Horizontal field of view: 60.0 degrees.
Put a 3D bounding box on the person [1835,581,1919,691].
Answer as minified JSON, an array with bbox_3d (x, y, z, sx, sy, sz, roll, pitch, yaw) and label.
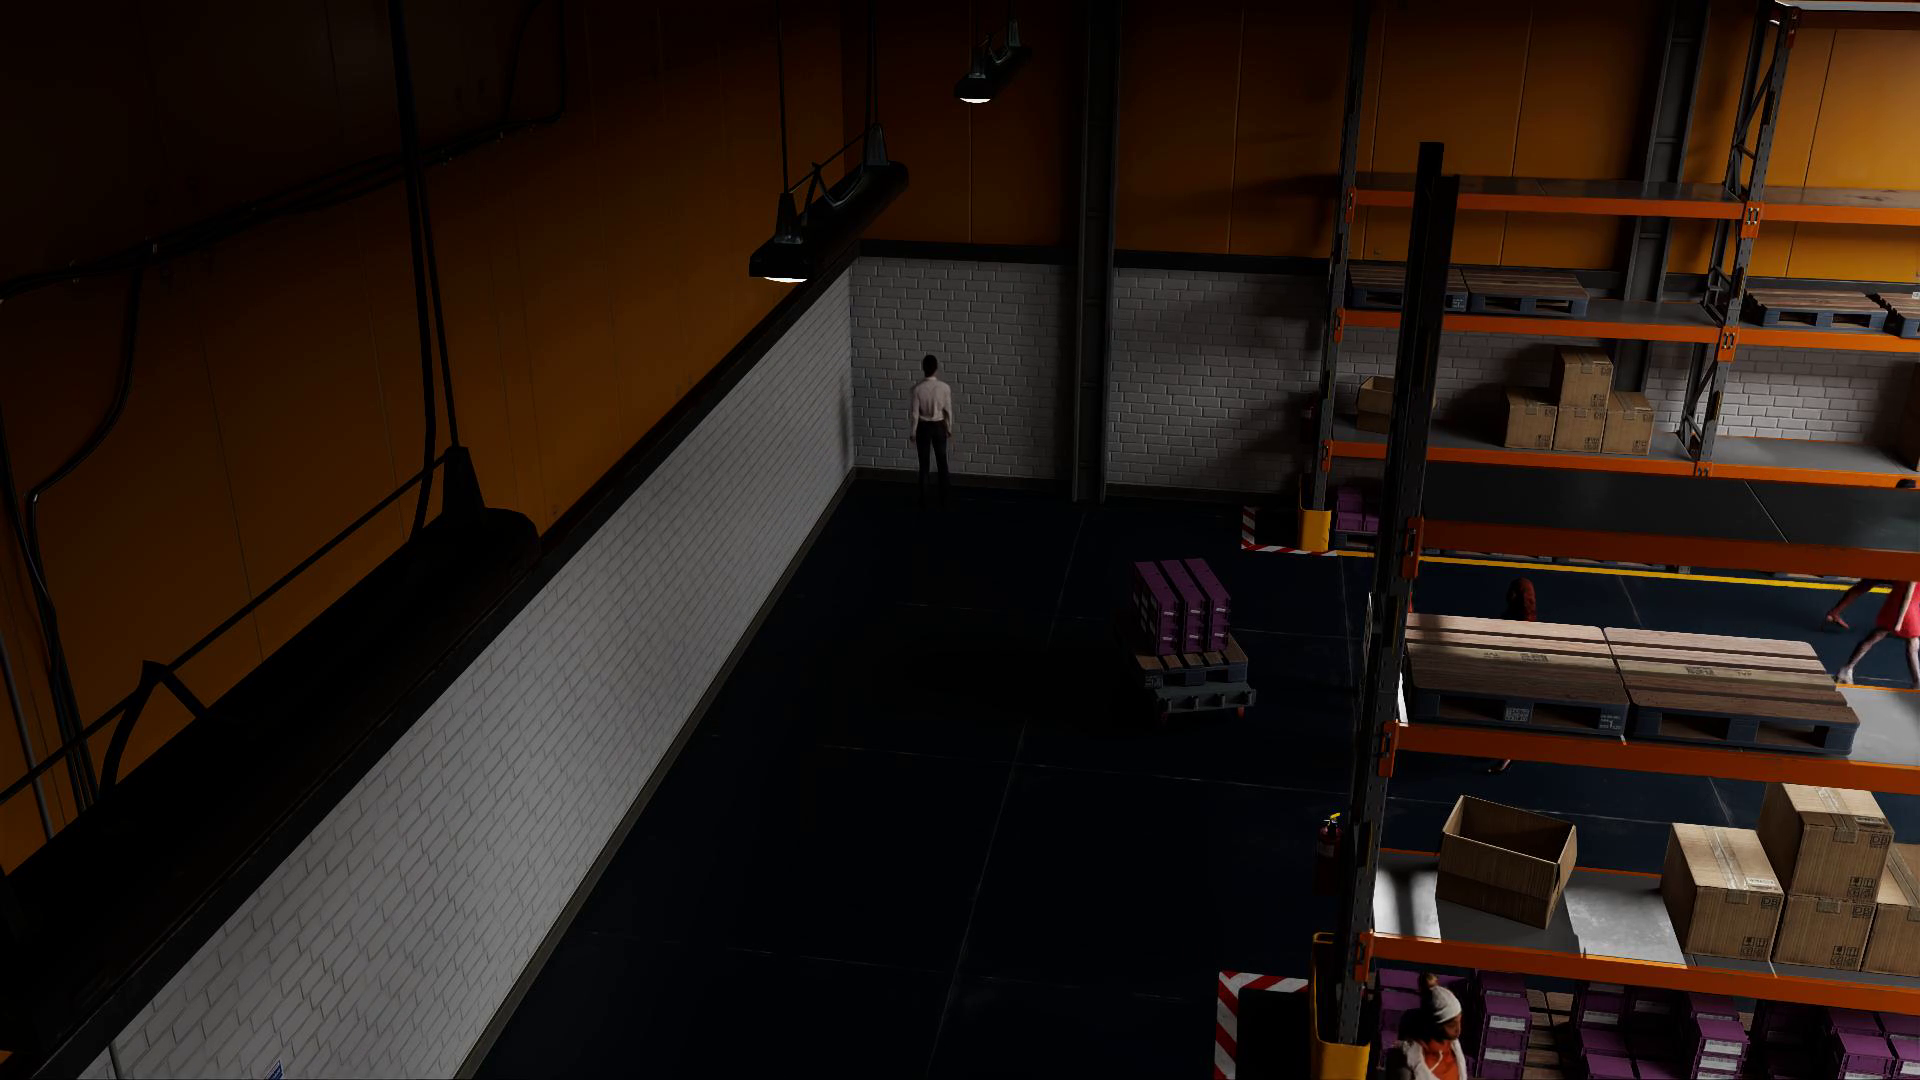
[{"bbox_3d":[8.645,0.666,15.460,1.136,1.779,0.705,7,25,15],"label":"person"}]

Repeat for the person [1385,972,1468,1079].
[{"bbox_3d":[2.531,3.232,9.496,1.269,1.854,1.055,19,30,37],"label":"person"}]

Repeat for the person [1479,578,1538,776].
[{"bbox_3d":[4.719,1.164,14.258,0.602,1.828,0.637,1,24,3],"label":"person"}]

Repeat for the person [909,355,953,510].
[{"bbox_3d":[-0.341,-1.289,19.820,0.614,1.869,0.794,-5,24,-10],"label":"person"}]

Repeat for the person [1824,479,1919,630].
[{"bbox_3d":[9.226,0.204,16.645,1.210,1.678,0.658,3,24,7],"label":"person"}]

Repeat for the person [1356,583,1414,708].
[{"bbox_3d":[3.953,0.628,15.410,0.844,1.889,1.020,-7,24,-15],"label":"person"}]
